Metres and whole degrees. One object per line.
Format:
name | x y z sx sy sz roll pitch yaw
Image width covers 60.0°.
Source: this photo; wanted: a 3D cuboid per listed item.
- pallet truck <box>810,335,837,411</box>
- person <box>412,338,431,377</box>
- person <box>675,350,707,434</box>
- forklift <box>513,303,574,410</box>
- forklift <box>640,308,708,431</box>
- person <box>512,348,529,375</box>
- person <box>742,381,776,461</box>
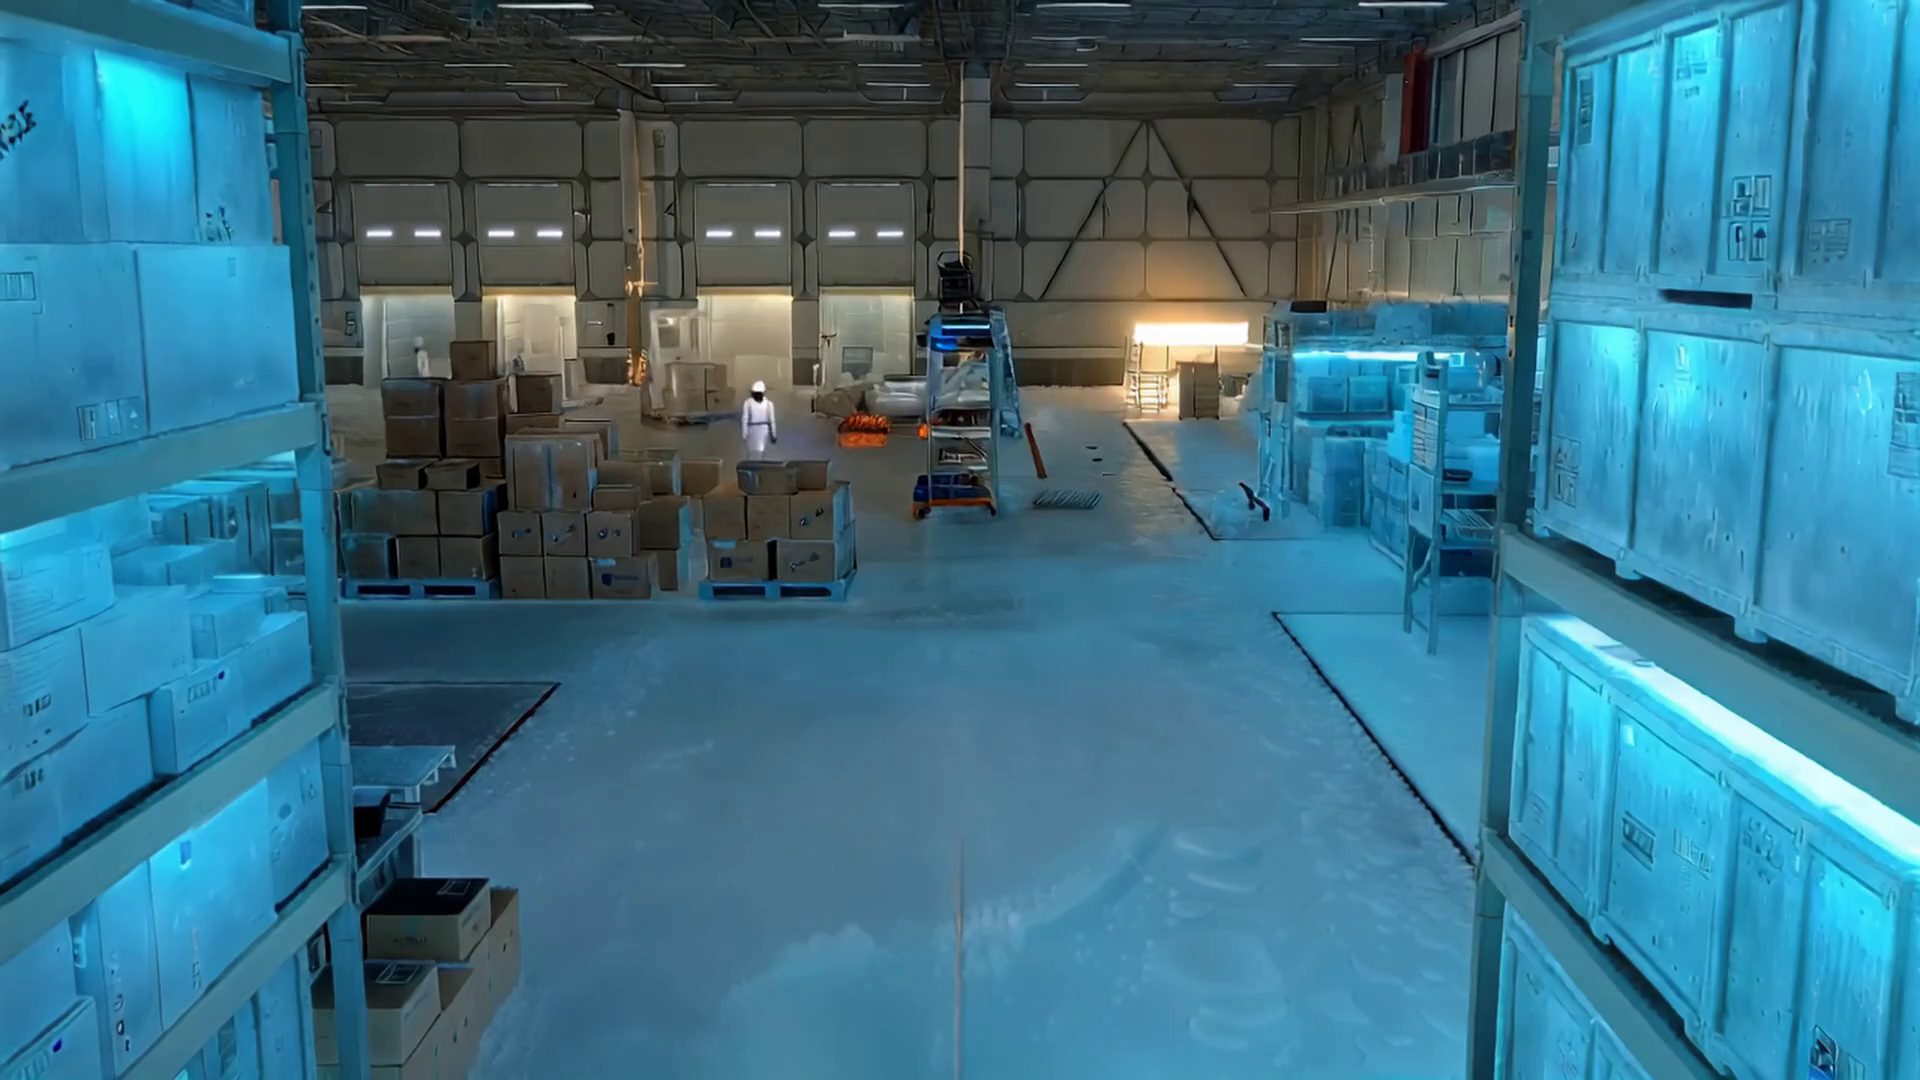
pallet truck | -3.021 -4.312 43.126 1.885 1.965 0.823 3 10 17
person | -14.029 -4.287 43.234 0.745 1.904 0.541 1 10 5
person | -6.128 -3.368 37.931 0.752 1.920 0.651 -4 10 -20
forklift | -10.722 -4.664 42.608 1.129 2.768 1.873 0 10 1
forklift | -6.777 -4.030 38.951 1.129 2.768 1.873 -5 11 -27
person | -11.258 -4.108 42.821 0.532 1.695 0.319 -8 13 -40
person | -3.516 -1.840 29.191 0.561 1.876 1.006 -3 10 -19
